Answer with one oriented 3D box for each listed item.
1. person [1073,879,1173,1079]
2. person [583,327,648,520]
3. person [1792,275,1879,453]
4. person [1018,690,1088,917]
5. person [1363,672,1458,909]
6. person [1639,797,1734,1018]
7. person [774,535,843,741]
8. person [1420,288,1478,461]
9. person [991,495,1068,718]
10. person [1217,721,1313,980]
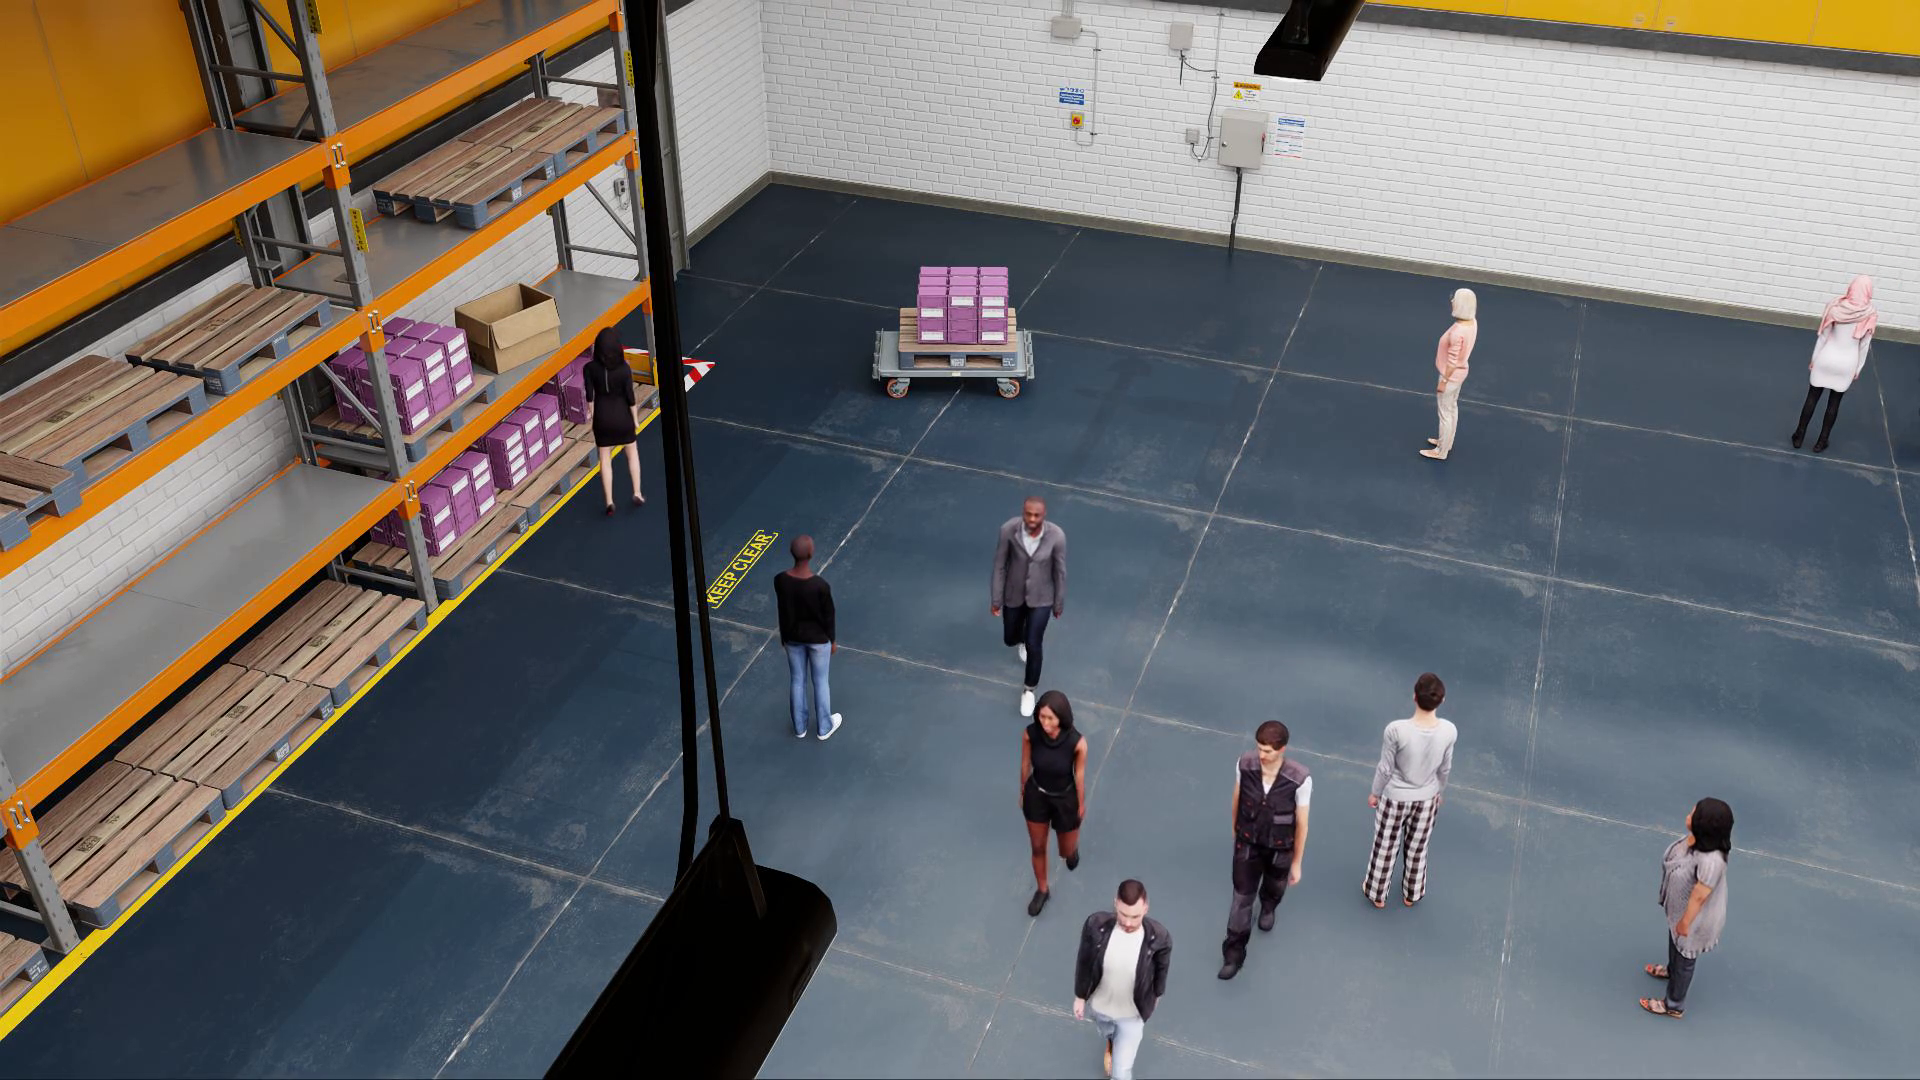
[{"bbox_3d":[0.900,2.538,9.409,0.661,1.812,1.129,10,35,15],"label":"person"},{"bbox_3d":[-3.084,-1.010,14.762,0.675,1.794,0.695,-4,34,-5],"label":"person"},{"bbox_3d":[8.300,-1.673,15.752,0.652,1.803,0.624,17,37,23],"label":"person"},{"bbox_3d":[0.625,1.657,10.815,0.599,1.723,0.829,10,35,15],"label":"person"},{"bbox_3d":[2.899,1.636,10.735,0.703,1.847,0.668,-1,34,-2],"label":"person"},{"bbox_3d":[4.468,2.206,10.097,0.703,1.603,0.614,14,36,20],"label":"person"},{"bbox_3d":[-1.122,0.719,12.201,0.613,1.750,0.560,8,34,11],"label":"person"},{"bbox_3d":[4.641,-1.570,15.667,0.702,1.725,0.524,18,38,25],"label":"person"},{"bbox_3d":[0.522,0.401,12.636,0.778,1.799,1.054,7,34,10],"label":"person"},{"bbox_3d":[1.968,1.819,10.494,0.655,1.808,1.113,11,35,16],"label":"person"}]
